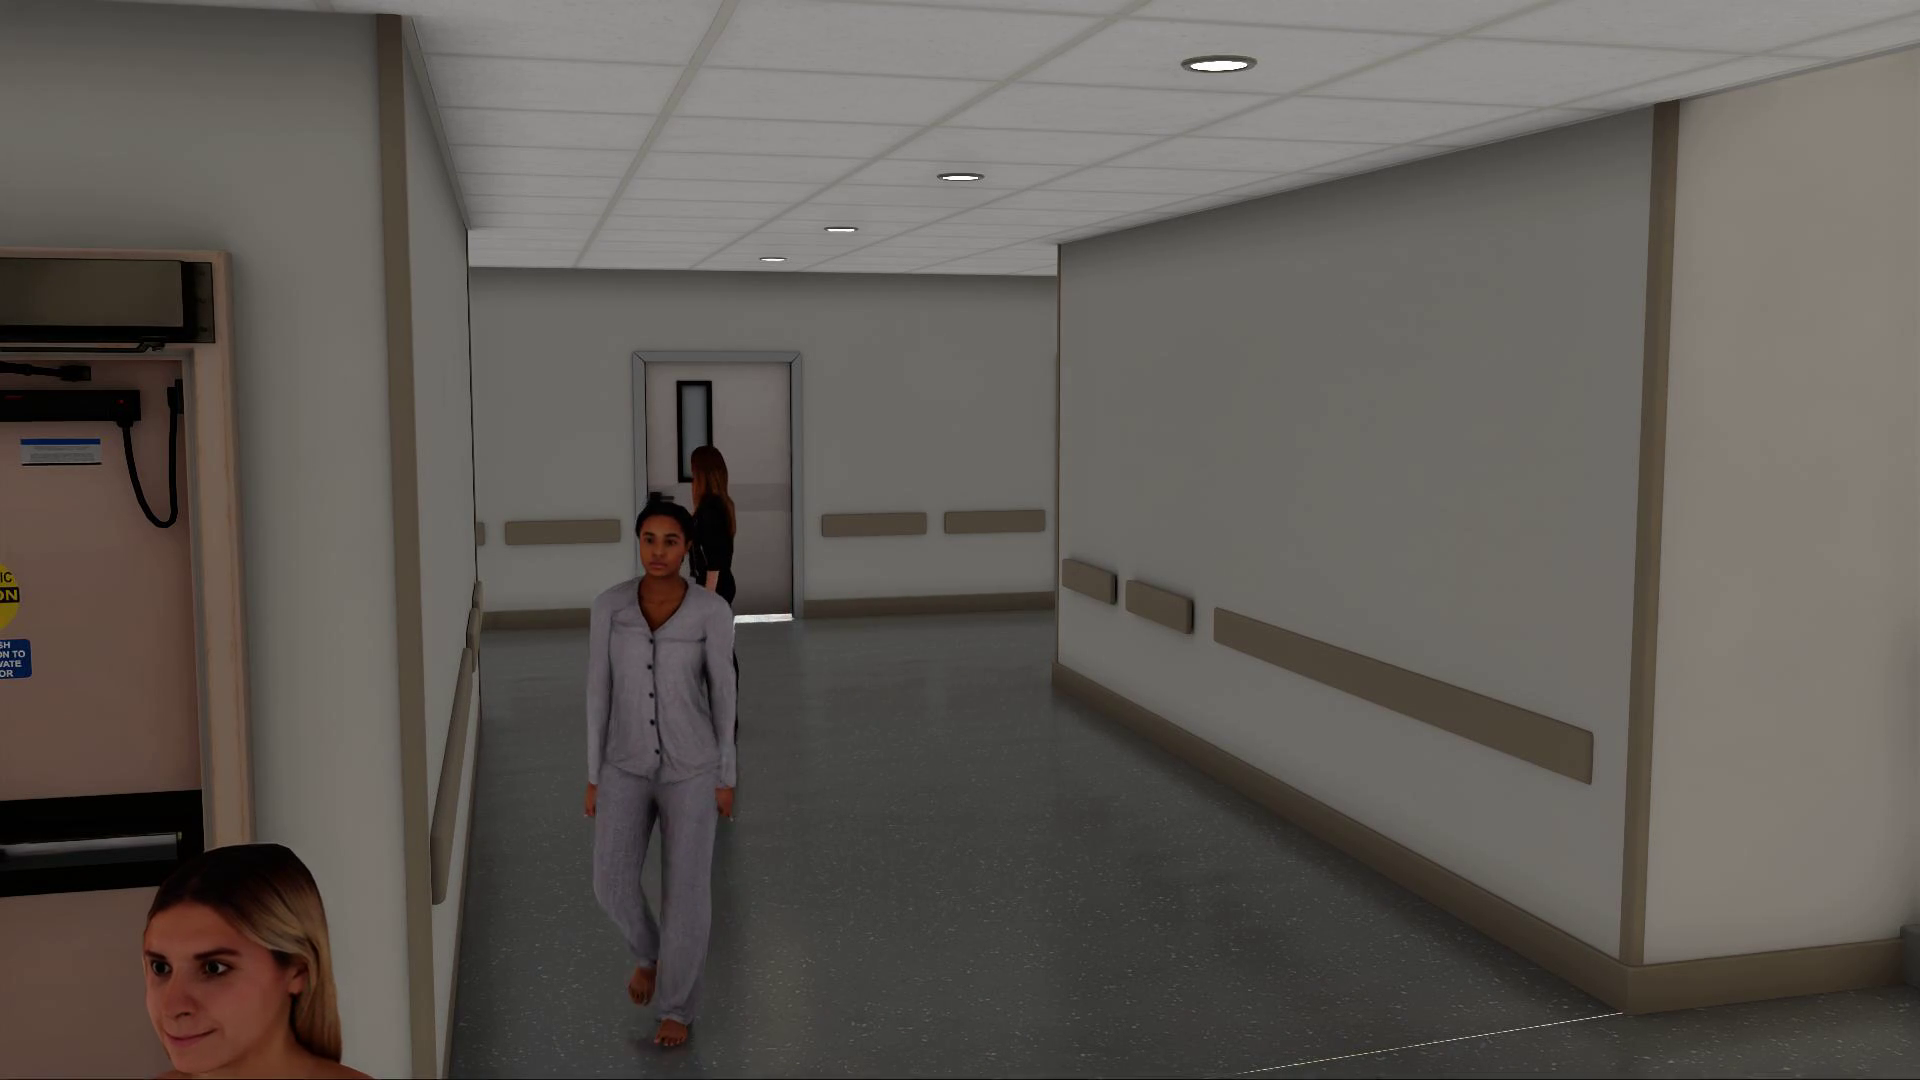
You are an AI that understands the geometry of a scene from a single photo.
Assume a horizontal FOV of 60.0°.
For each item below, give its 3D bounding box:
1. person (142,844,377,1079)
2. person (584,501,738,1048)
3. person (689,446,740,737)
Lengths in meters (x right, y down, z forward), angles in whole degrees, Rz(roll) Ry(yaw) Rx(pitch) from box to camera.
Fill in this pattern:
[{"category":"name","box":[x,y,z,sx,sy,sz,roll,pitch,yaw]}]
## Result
[{"category":"person","box":[-0.773,1.134,1.850,0.532,1.629,0.676,0,6,-1]},{"category":"person","box":[-0.962,0.728,5.409,0.741,1.724,0.799,0,6,0]},{"category":"person","box":[-1.426,0.296,9.794,0.613,1.707,0.656,0,6,1]}]
